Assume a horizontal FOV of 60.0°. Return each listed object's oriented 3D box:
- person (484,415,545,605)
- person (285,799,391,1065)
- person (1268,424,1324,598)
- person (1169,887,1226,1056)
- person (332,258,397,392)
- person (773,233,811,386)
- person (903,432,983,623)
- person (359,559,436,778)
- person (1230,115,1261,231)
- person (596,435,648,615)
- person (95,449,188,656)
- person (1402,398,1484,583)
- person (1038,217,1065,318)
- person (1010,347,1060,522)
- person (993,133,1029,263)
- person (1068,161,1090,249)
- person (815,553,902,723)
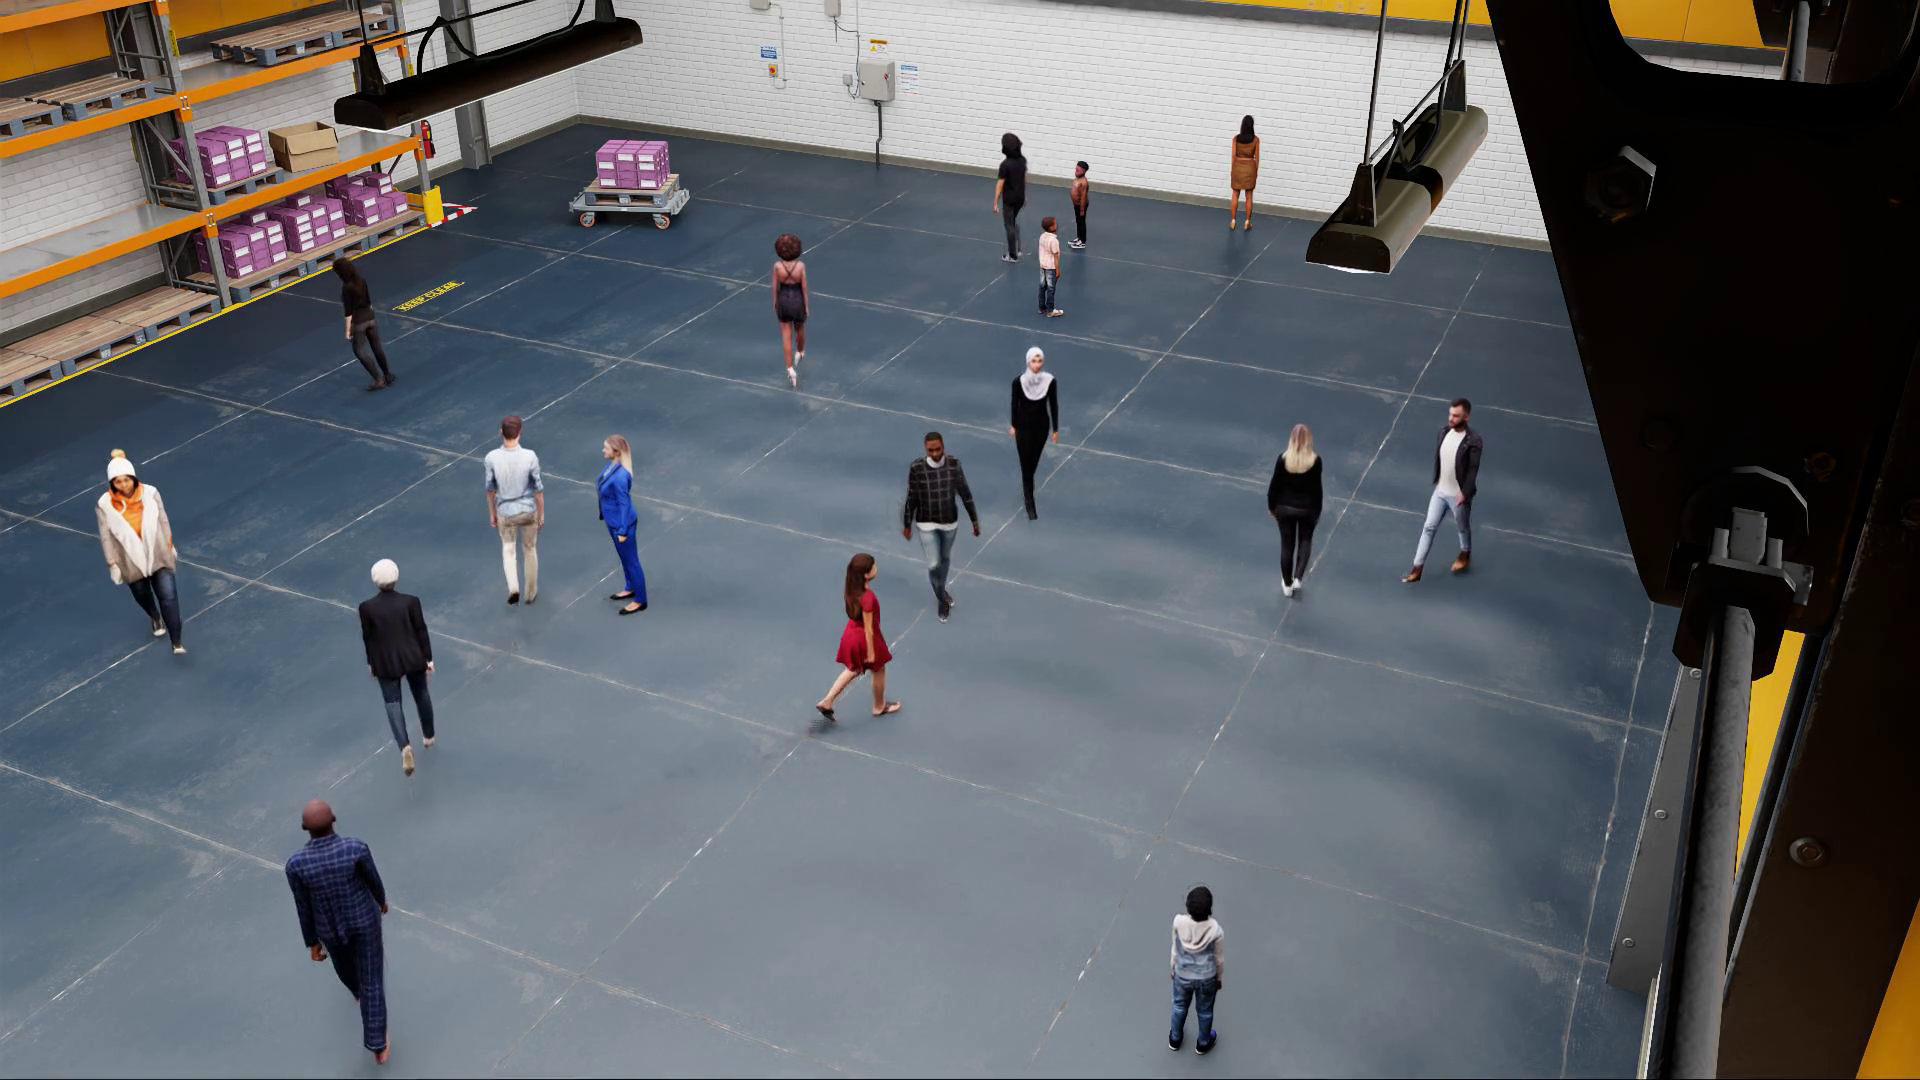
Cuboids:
[{"bbox_3d":[-3.943,-0.201,14.784,0.859,1.830,0.935,-4,29,-8],"label":"person"},{"bbox_3d":[-3.704,2.382,10.110,1.132,1.772,1.234,-8,30,-15],"label":"person"},{"bbox_3d":[3.023,-0.221,14.979,0.691,1.679,0.630,6,29,10],"label":"person"},{"bbox_3d":[1.441,2.631,10.188,0.504,1.261,0.523,8,30,15],"label":"person"},{"bbox_3d":[-6.869,-2.508,19.237,0.835,1.616,0.496,22,35,34],"label":"person"},{"bbox_3d":[-1.972,-2.644,19.362,0.923,1.736,1.147,-2,29,-4],"label":"person"},{"bbox_3d":[-0.238,-0.196,14.819,1.021,1.790,1.074,-10,30,-18],"label":"person"},{"bbox_3d":[-4.207,0.979,12.587,1.092,1.776,1.071,-9,30,-16],"label":"person"},{"bbox_3d":[4.183,-5.410,24.483,0.597,1.687,0.566,7,29,12],"label":"person"},{"bbox_3d":[-3.009,-0.160,14.844,0.752,1.701,0.705,-12,31,-21],"label":"person"},{"bbox_3d":[-7.028,0.072,14.272,1.205,1.842,1.177,-15,32,-26],"label":"person"},{"bbox_3d":[4.603,-0.461,15.305,1.262,1.789,0.960,-23,36,-36],"label":"person"},{"bbox_3d":[1.143,-3.543,21.458,0.613,1.307,0.589,-18,34,-30],"label":"person"},{"bbox_3d":[0.710,-1.108,16.550,1.016,1.732,1.260,-3,29,-5],"label":"person"},{"bbox_3d":[0.783,-4.740,23.108,0.678,1.829,0.821,-23,36,-36],"label":"person"},{"bbox_3d":[1.740,-4.826,23.864,0.649,1.255,0.576,-7,29,-13],"label":"person"},{"bbox_3d":[-0.840,0.805,13.254,1.024,1.531,0.876,-15,32,-25],"label":"person"}]
